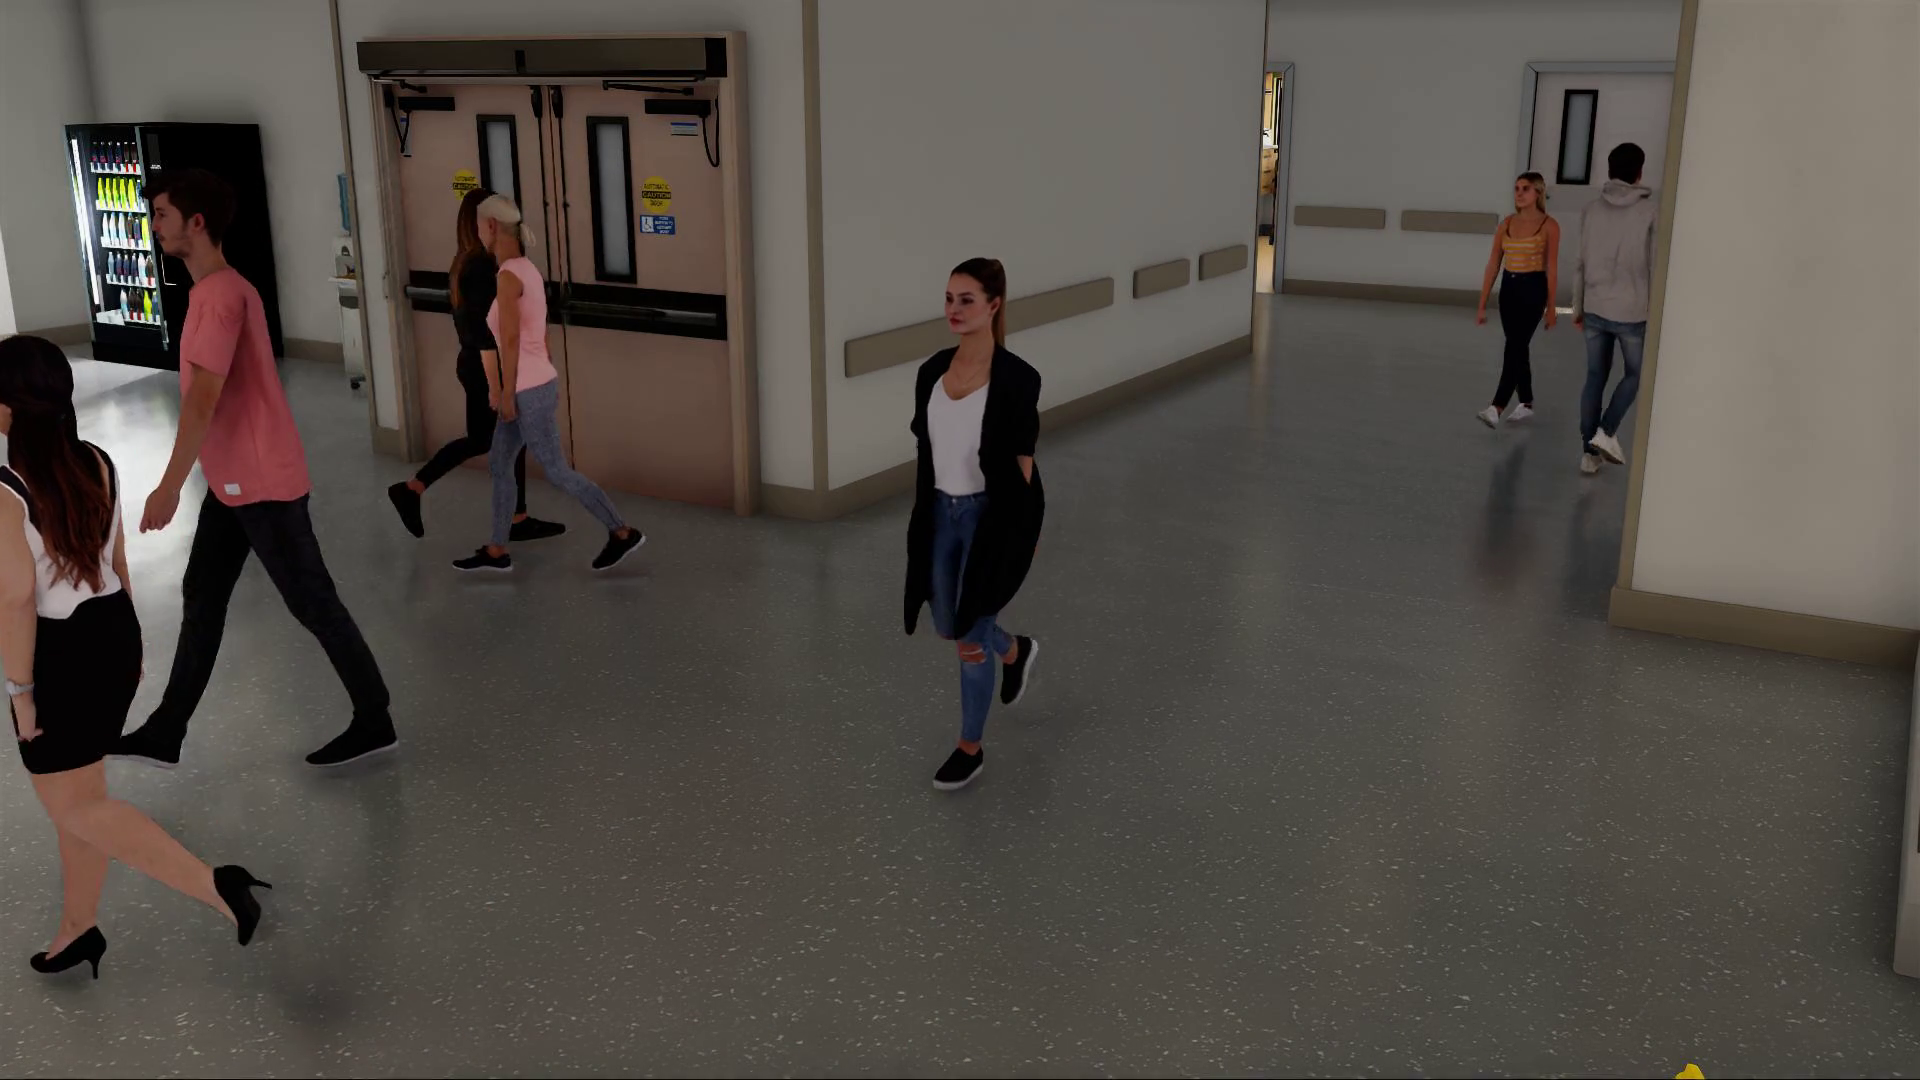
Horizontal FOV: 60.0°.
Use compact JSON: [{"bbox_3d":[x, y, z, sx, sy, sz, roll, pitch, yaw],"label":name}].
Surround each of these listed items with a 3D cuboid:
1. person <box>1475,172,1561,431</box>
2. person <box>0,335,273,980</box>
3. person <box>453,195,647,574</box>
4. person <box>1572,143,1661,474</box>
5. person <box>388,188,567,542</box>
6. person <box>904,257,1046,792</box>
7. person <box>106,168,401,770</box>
[{"bbox_3d":[3.619,-1.504,10.592,0.876,1.595,1.053,-14,21,-40],"label":"person"},{"bbox_3d":[-2.040,0.345,3.971,1.016,1.630,0.758,3,16,11],"label":"person"},{"bbox_3d":[-1.819,-0.647,7.377,1.147,1.690,0.954,-2,16,-6],"label":"person"},{"bbox_3d":[3.628,-1.262,9.285,0.690,1.839,0.801,13,20,38],"label":"person"},{"bbox_3d":[-2.341,-0.779,7.858,1.043,1.683,1.058,-7,17,-22],"label":"person"},{"bbox_3d":[0.094,-0.063,5.347,0.867,1.668,0.701,10,18,31],"label":"person"},{"bbox_3d":[-2.114,-0.166,5.263,1.069,1.912,1.193,-10,19,-32],"label":"person"}]
